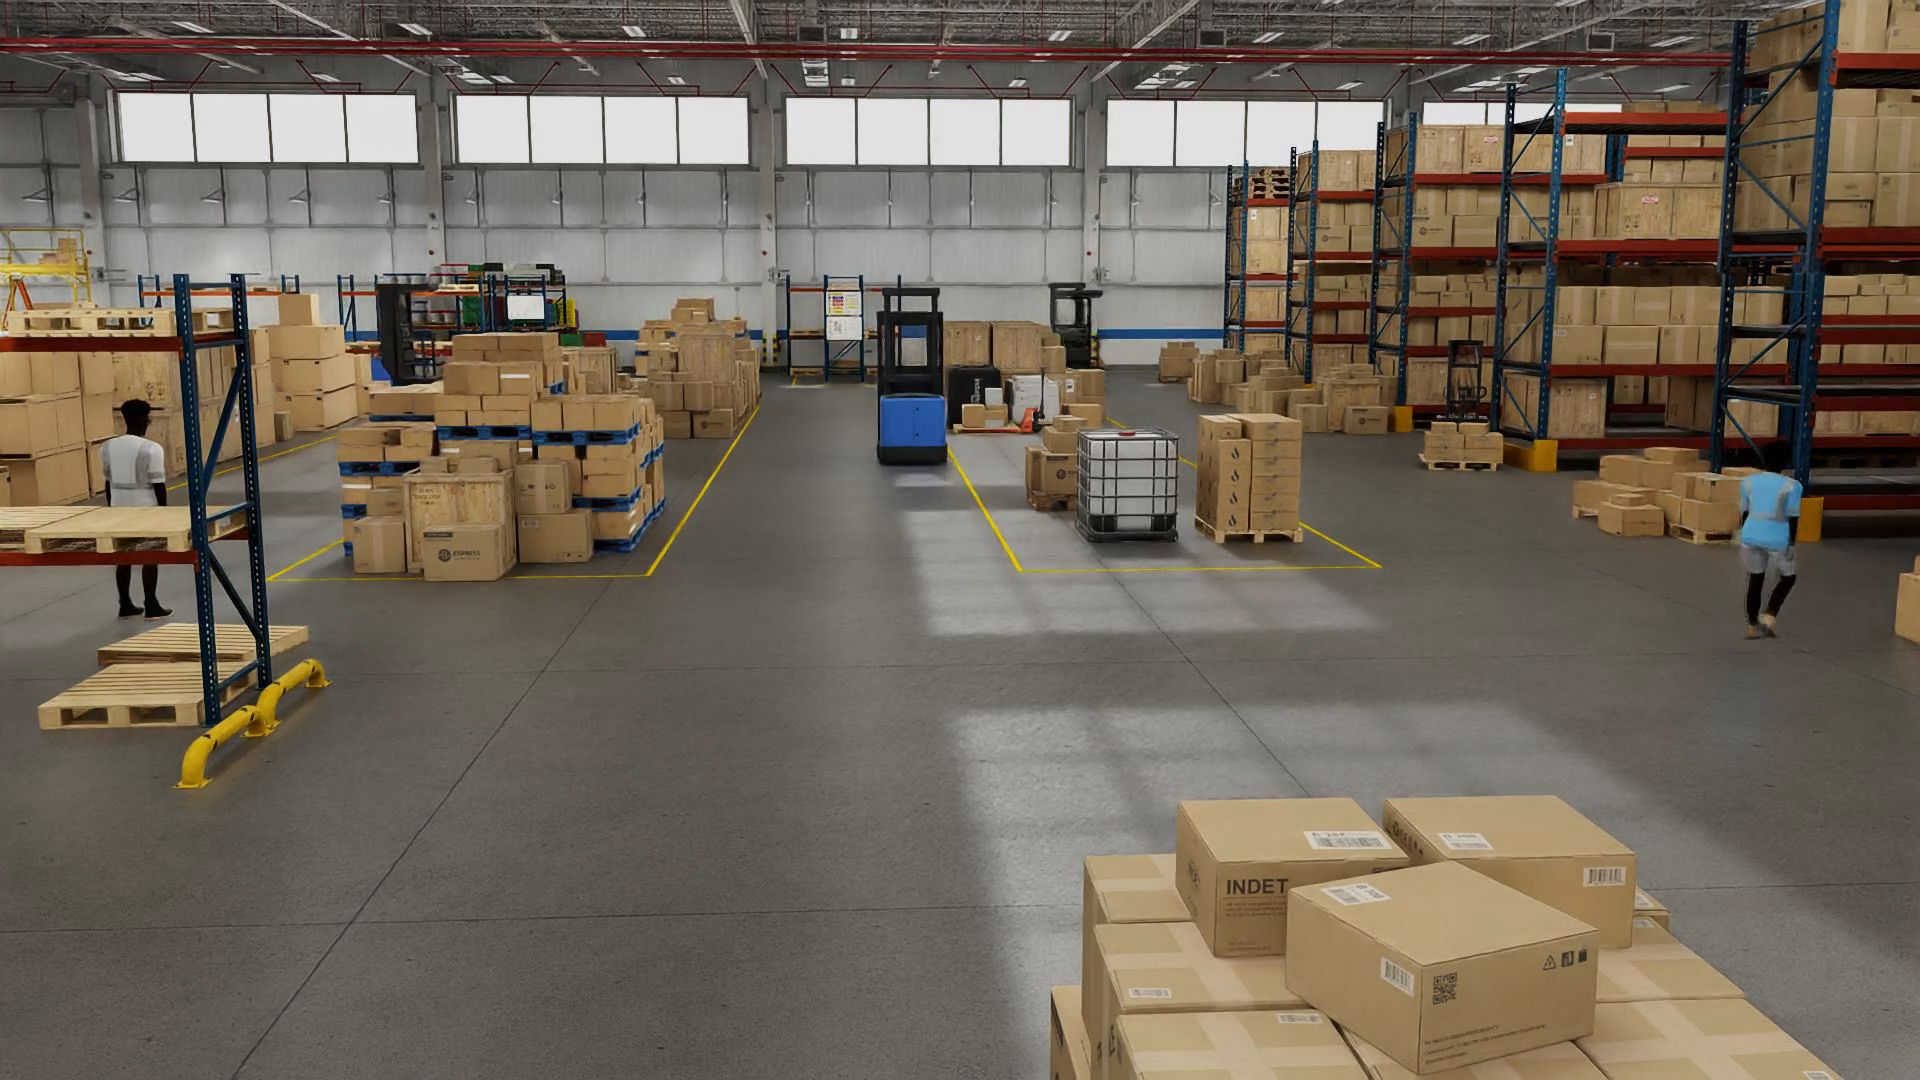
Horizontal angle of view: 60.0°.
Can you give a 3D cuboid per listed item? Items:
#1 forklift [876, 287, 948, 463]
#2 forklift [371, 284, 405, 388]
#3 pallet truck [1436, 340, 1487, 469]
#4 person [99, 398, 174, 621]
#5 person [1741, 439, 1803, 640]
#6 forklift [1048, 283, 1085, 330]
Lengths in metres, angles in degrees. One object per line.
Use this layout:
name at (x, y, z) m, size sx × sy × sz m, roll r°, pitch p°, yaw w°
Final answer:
forklift at (-0.793, -2.708, 27.037) m, size 1.129 × 2.768 × 1.873 m, roll -1°, pitch 9°, yaw -4°
forklift at (-13.247, -4.567, 38.707) m, size 1.873 × 2.768 × 1.129 m, roll -1°, pitch 9°, yaw -4°
pallet truck at (8.004, -2.170, 26.422) m, size 0.823 × 1.965 × 1.885 m, roll 2°, pitch 9°, yaw 14°
person at (-7.206, -0.261, 14.588) m, size 0.608 × 1.956 × 0.376 m, roll 2°, pitch 9°, yaw 12°
person at (6.687, 0.007, 13.744) m, size 0.361 × 1.685 × 0.536 m, roll -6°, pitch 11°, yaw -35°
forklift at (2.785, -5.353, 43.644) m, size 1.129 × 2.768 × 1.873 m, roll -4°, pitch 10°, yaw -22°
